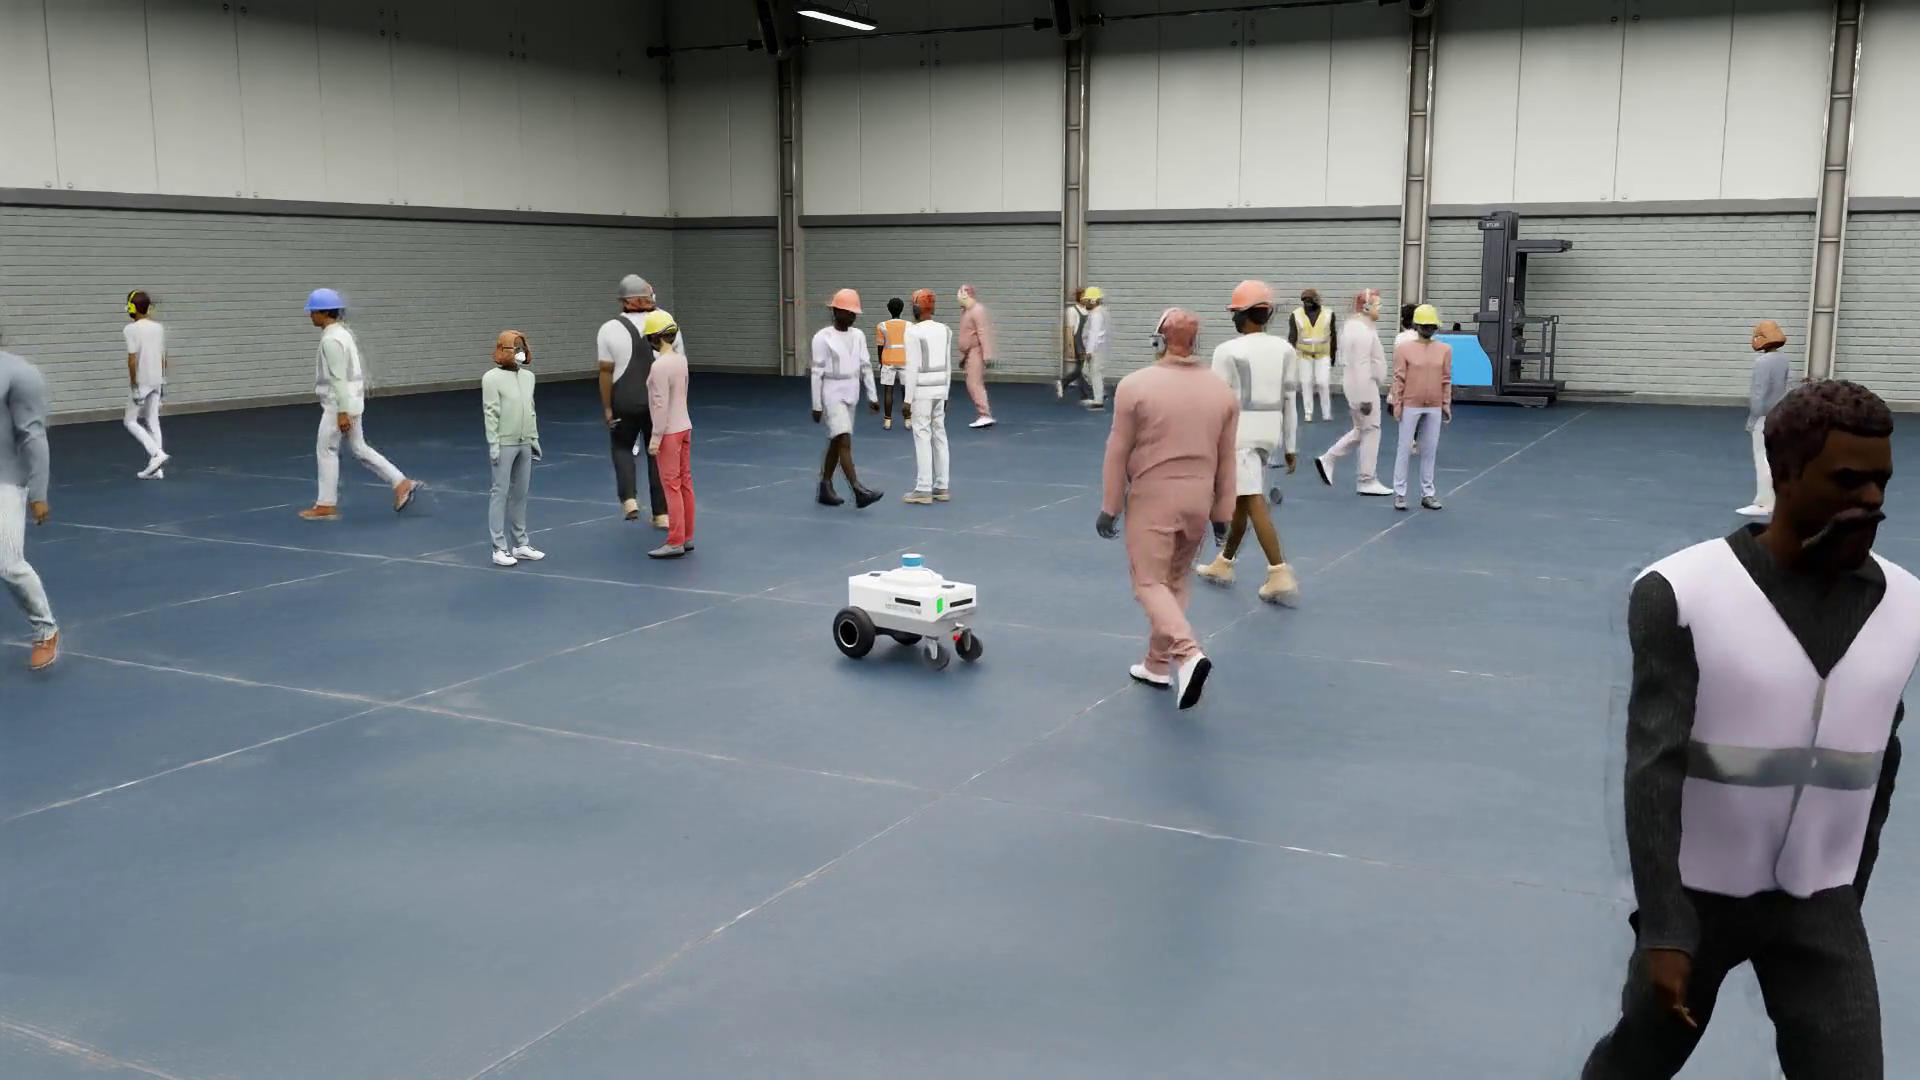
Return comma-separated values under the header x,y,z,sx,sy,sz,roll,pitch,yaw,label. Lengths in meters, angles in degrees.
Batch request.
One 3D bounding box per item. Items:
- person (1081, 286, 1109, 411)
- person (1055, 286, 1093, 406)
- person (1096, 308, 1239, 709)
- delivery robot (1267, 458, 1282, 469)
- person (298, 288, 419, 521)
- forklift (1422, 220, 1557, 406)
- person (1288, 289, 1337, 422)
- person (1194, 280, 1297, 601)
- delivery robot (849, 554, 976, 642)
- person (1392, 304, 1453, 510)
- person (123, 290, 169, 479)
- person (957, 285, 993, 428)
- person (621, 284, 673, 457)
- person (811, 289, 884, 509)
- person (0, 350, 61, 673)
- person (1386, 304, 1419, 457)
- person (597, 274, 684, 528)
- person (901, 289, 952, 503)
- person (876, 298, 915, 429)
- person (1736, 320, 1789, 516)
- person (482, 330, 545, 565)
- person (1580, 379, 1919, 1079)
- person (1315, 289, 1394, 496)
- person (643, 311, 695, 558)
x,y,z,sx,sy,sz,roll,pitch,yaw,label
1.976,-2.808,24.428,0.419,1.814,0.606,1,9,5,person
1.778,-2.982,25.522,0.763,1.815,0.517,7,11,36,person
1.027,-0.162,7.926,0.655,1.881,0.838,-4,10,-24,person
2.531,-0.781,14.848,0.335,0.223,0.698,-9,13,-44,delivery robot
-5.027,-1.125,13.778,0.883,1.917,0.621,-2,9,-12,person
8.245,-3.527,25.720,1.873,2.768,1.129,5,10,27,forklift
4.775,-2.501,22.575,0.647,1.805,0.495,2,9,12,person
1.836,-0.637,10.512,0.626,1.996,1.038,-5,11,-30,person
-0.255,0.319,8.865,0.707,0.478,0.477,8,12,40,delivery robot
3.981,-1.141,14.333,0.538,1.761,0.333,-1,9,-6,person
-8.035,-1.529,16.433,0.429,1.851,0.521,4,10,22,person
0.198,-2.400,21.763,0.493,1.863,0.684,-2,9,-12,person
-3.468,-1.882,18.421,0.645,1.913,0.409,-3,10,-15,person
-0.949,-1.212,14.376,0.970,1.883,0.544,8,12,41,person
-4.862,-0.240,8.229,0.652,1.931,0.482,1,9,7,person
4.946,-1.756,18.345,0.539,1.681,0.360,-6,11,-32,person
-2.551,-1.099,13.324,0.686,2.000,0.545,-3,10,-18,person
-0.296,-1.276,14.770,0.337,1.882,0.584,8,12,39,person
-0.820,-2.289,21.582,0.535,1.700,0.318,0,9,-2,person
6.772,-1.025,13.991,0.497,1.633,0.279,-8,12,-40,person
-3.144,-0.656,11.714,0.280,1.634,0.498,5,10,27,person
1.458,0.632,3.076,0.607,1.870,1.015,-1,9,-7,person
3.659,-1.359,15.266,0.622,1.887,0.666,0,9,1,person
-2.109,-0.760,11.972,0.328,1.761,0.523,2,9,12,person
